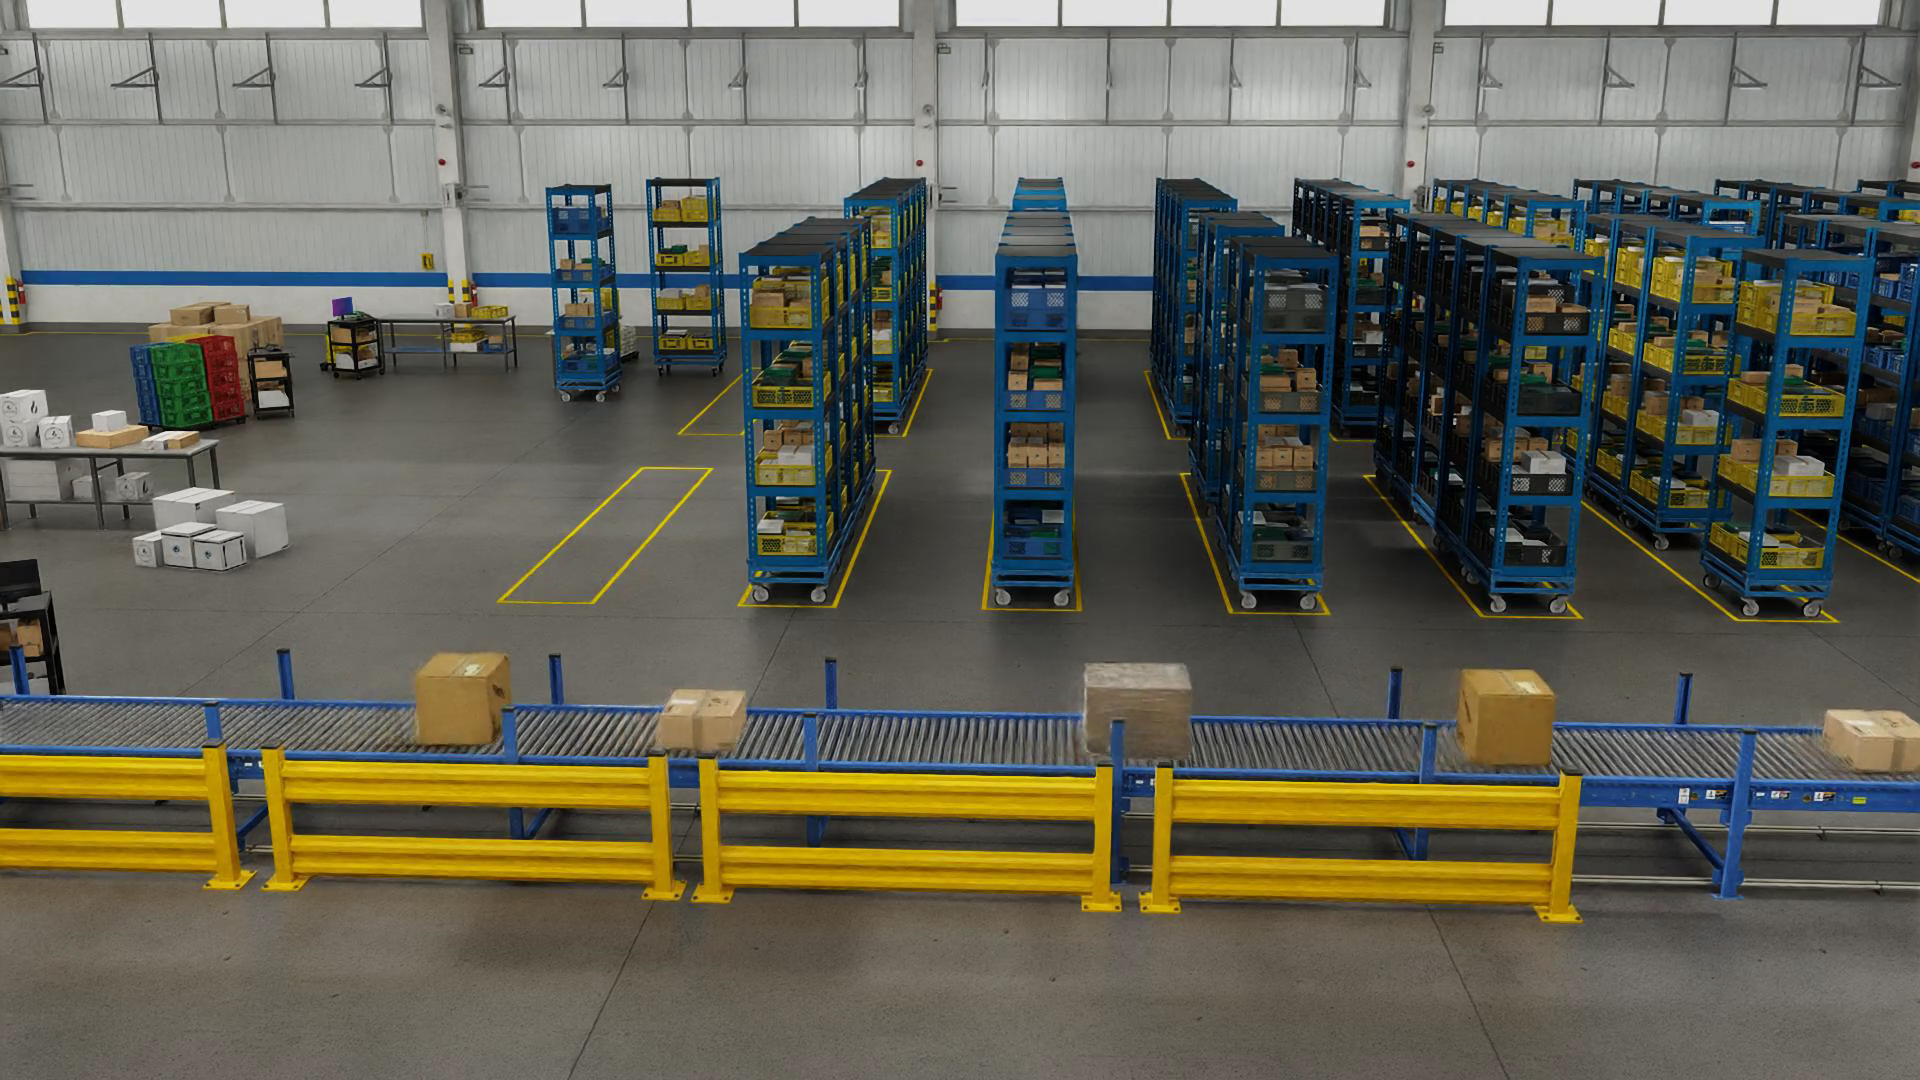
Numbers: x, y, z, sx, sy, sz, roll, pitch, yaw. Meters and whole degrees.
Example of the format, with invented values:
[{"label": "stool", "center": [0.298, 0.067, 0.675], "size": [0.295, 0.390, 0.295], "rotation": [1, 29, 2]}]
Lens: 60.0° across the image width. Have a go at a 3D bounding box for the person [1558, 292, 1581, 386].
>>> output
[{"label": "person", "center": [9.927, -3.082, 27.195], "size": [0.375, 1.997, 0.612], "rotation": [-3, 15, -11]}]
